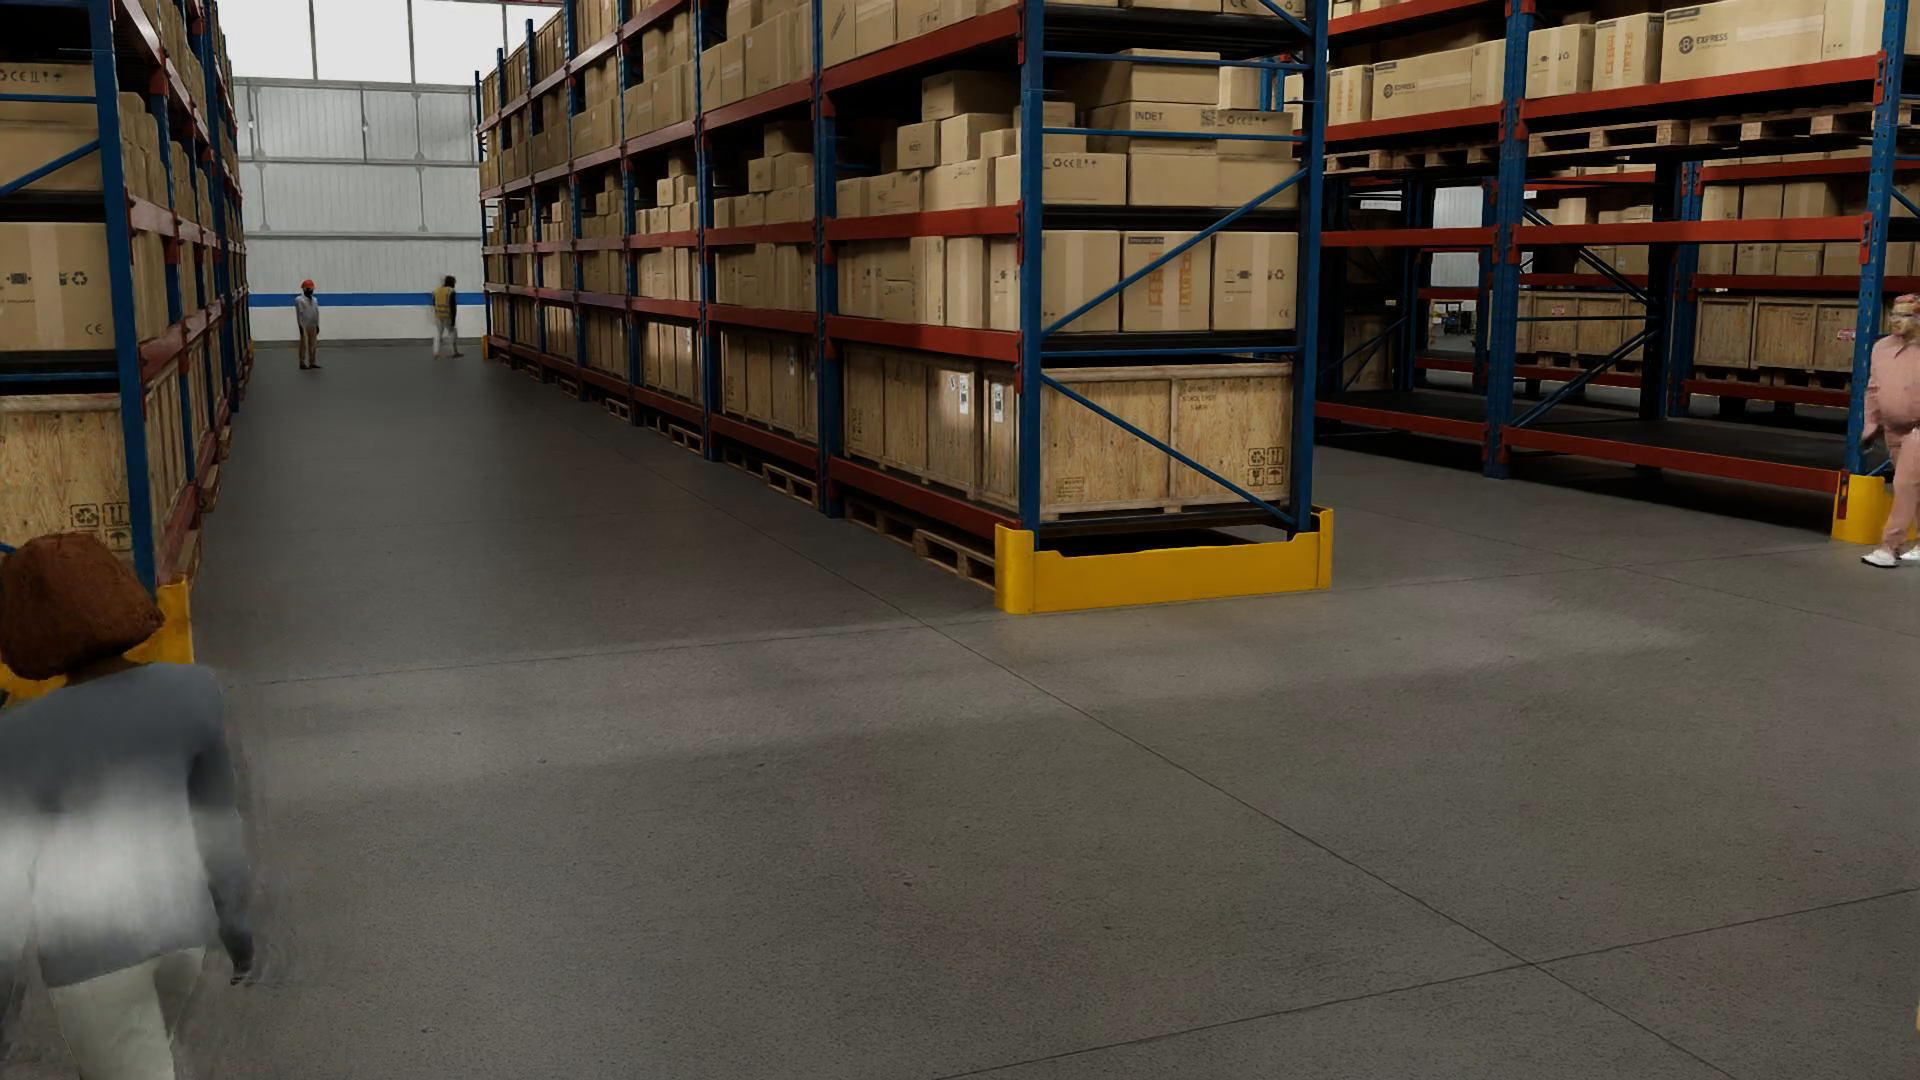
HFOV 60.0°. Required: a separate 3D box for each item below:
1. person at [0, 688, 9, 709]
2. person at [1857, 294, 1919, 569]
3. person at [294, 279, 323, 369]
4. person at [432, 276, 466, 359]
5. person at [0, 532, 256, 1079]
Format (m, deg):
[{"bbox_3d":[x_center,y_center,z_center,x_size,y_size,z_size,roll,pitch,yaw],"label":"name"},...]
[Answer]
[{"bbox_3d":[-4.332,0.024,6.864,0.476,1.826,0.586,-4,10,-24],"label":"person"},{"bbox_3d":[6.455,-0.739,11.373,0.925,1.852,0.653,-2,10,-14],"label":"person"},{"bbox_3d":[-12.677,-4.195,32.402,0.357,1.742,0.562,4,10,22],"label":"person"},{"bbox_3d":[-11.131,-4.806,35.985,0.684,1.792,0.871,3,10,19],"label":"person"},{"bbox_3d":[-1.592,0.770,3.117,0.861,1.584,0.516,4,10,23],"label":"person"}]
